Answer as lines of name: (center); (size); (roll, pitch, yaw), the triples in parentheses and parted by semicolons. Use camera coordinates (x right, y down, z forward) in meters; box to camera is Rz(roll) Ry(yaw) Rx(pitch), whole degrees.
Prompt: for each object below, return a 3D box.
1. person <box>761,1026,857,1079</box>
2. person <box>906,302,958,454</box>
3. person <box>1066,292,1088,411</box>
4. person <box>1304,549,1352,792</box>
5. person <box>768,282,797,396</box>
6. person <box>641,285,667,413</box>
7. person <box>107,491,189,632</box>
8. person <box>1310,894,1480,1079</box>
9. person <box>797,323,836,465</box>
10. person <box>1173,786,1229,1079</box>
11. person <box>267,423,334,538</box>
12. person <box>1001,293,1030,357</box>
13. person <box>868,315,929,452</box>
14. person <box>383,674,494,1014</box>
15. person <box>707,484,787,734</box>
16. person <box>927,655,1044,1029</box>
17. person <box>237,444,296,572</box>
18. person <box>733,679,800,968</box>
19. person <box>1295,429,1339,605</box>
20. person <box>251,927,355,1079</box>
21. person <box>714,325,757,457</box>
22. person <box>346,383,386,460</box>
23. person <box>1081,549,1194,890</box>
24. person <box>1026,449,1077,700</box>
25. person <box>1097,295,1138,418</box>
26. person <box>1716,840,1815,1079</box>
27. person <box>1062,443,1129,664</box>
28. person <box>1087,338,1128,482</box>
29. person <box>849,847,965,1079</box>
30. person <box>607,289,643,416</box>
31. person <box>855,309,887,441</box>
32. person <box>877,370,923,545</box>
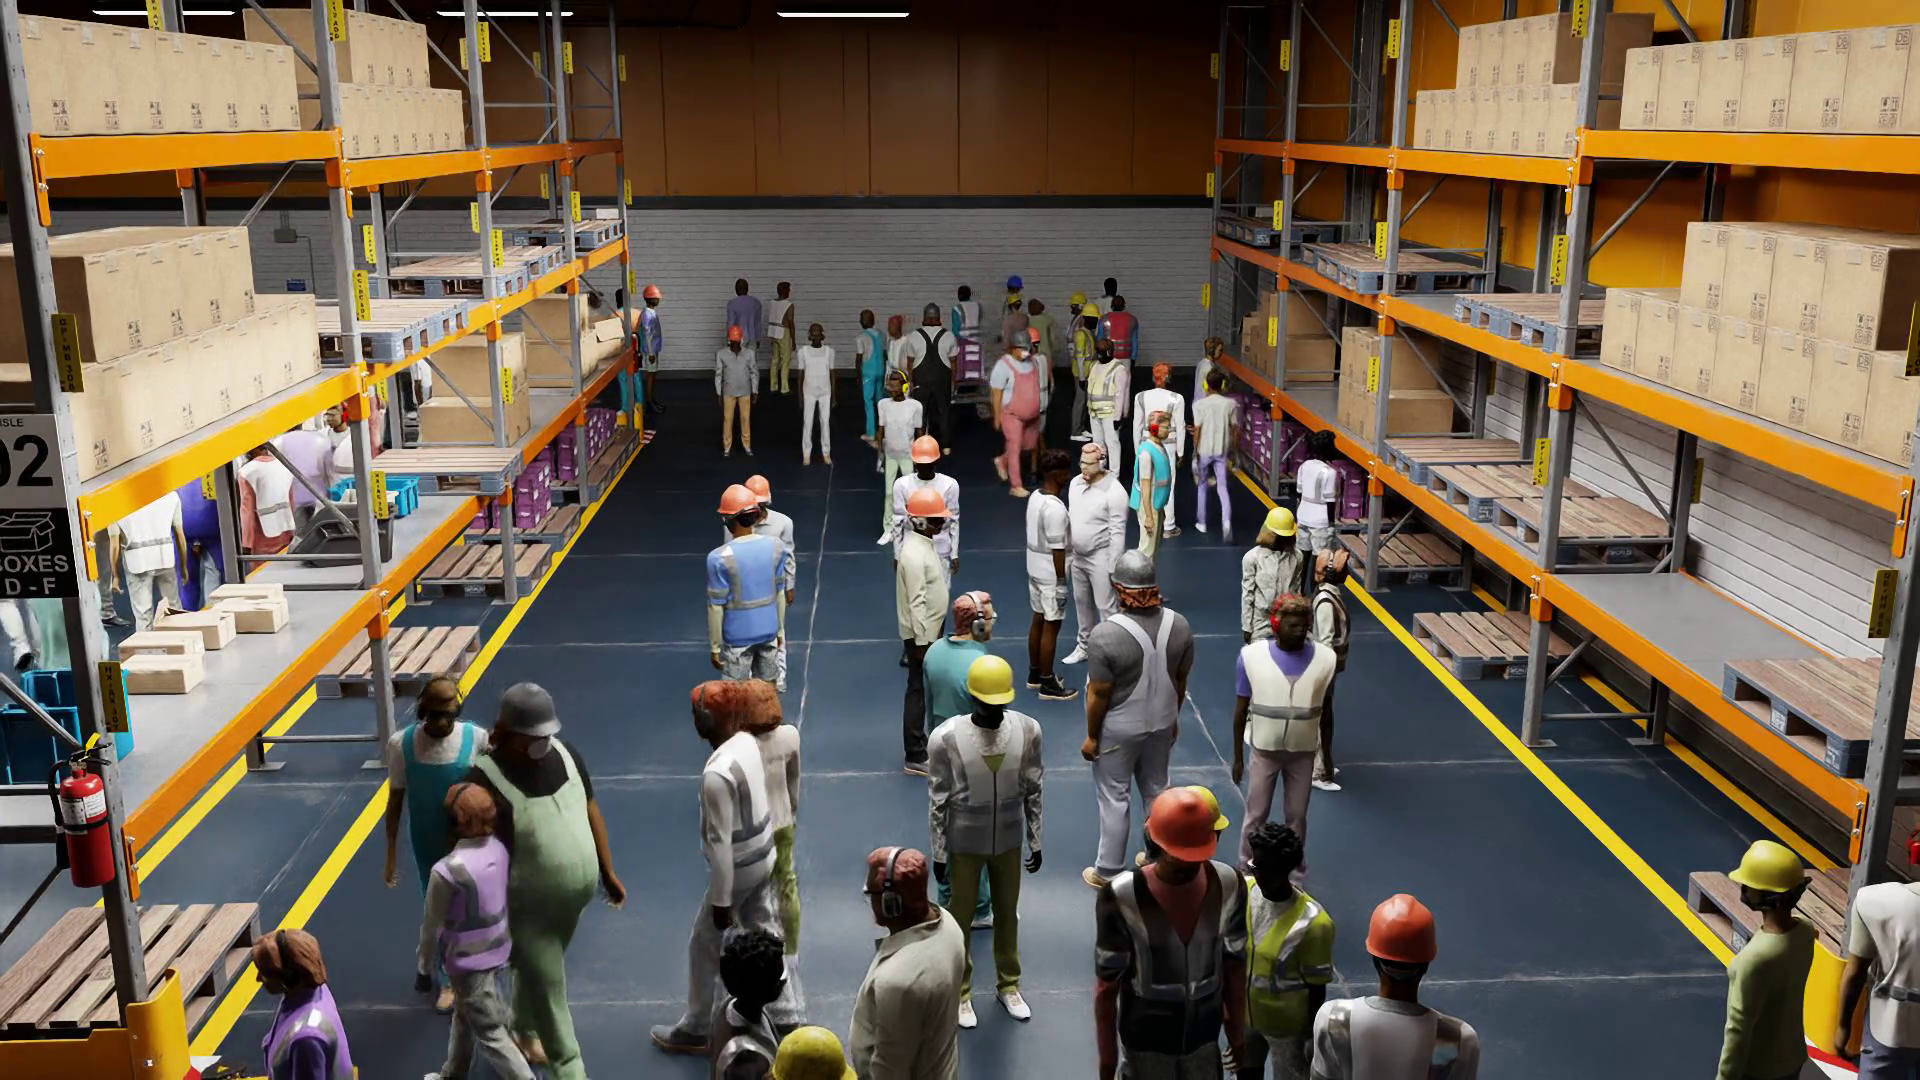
person: (-0.472, 2.320, 5.225); (0.320, 1.738, 0.483); (5, 15, 18)
person: (-0.371, -2.163, 22.209); (0.683, 2.000, 0.535); (-1, 14, -2)
person: (1.827, -2.889, 25.502); (0.403, 1.825, 0.597); (-2, 14, -6)
person: (2.453, 0.855, 11.162); (0.305, 1.639, 0.522); (3, 15, 11)
person: (-2.889, -3.244, 26.872); (0.392, 1.836, 0.562); (-14, 20, -43)
person: (-4.665, -2.903, 25.320); (0.358, 1.936, 0.552); (-1, 14, -6)
person: (-6.410, 0.238, 13.173); (0.567, 1.844, 0.375); (-12, 18, -38)
person: (1.449, 2.118, 5.636); (0.543, 1.929, 0.386); (6, 15, 22)
person: (-1.856, -1.886, 21.514); (0.514, 1.842, 0.328); (-3, 15, -12)
person: (0.961, 1.857, 7.025); (0.294, 1.744, 0.487); (4, 15, 16)
person: (-6.104, -0.385, 15.517); (0.603, 1.901, 0.732); (-11, 18, -37)
person: (0.847, -2.936, 25.795); (0.533, 1.765, 0.329); (-11, 18, -38)
person: (-0.809, -2.115, 22.444); (1.001, 1.822, 0.586); (-8, 16, -28)
person: (-2.549, 1.524, 8.181); (0.528, 1.817, 0.596); (0, 14, 0)
person: (-1.455, 0.626, 11.289); (0.602, 2.035, 0.404); (-11, 18, -37)
person: (0.138, 1.473, 8.182); (0.587, 1.920, 0.397); (-4, 15, -16)
person: (-5.884, -0.051, 14.196); (0.407, 1.906, 0.603); (4, 15, 17)
person: (-1.028, 1.503, 8.631); (0.285, 1.633, 0.498); (12, 18, 39)
person: (3.225, -0.159, 15.026); (0.322, 1.697, 0.536); (-5, 15, -20)
person: (-2.342, 2.161, 6.055); (0.312, 1.632, 0.524); (-6, 15, -22)
person: (-2.963, -1.979, 22.063); (0.573, 1.746, 0.346); (-4, 15, -14)
person: (-7.566, -1.870, 21.176); (0.616, 1.986, 0.407); (3, 15, 13)
person: (0.968, 1.038, 9.643); (0.689, 2.000, 0.539); (-8, 16, -28)
person: (0.700, 0.252, 12.889); (0.362, 1.962, 0.653); (-4, 15, -16)
person: (2.347, -2.742, 24.914); (0.632, 1.836, 0.432); (-1, 14, -4)
person: (3.074, 1.998, 6.438); (0.525, 1.760, 0.341); (-12, 19, -40)
person: (1.068, 0.146, 13.449); (0.396, 1.899, 0.645); (-10, 17, -35)
person: (1.743, -1.526, 20.129); (0.428, 1.835, 0.627); (-9, 17, -32)
person: (-0.203, 2.019, 6.095); (0.401, 1.894, 0.654); (4, 15, 14)
person: (-5.011, -2.816, 25.023); (0.370, 1.915, 0.597); (13, 19, 42)
person: (-1.228, -2.291, 23.142); (0.517, 1.831, 0.391); (-12, 19, -40)
person: (-0.629, -0.857, 17.436); (0.513, 1.866, 0.331); (3, 15, 13)
